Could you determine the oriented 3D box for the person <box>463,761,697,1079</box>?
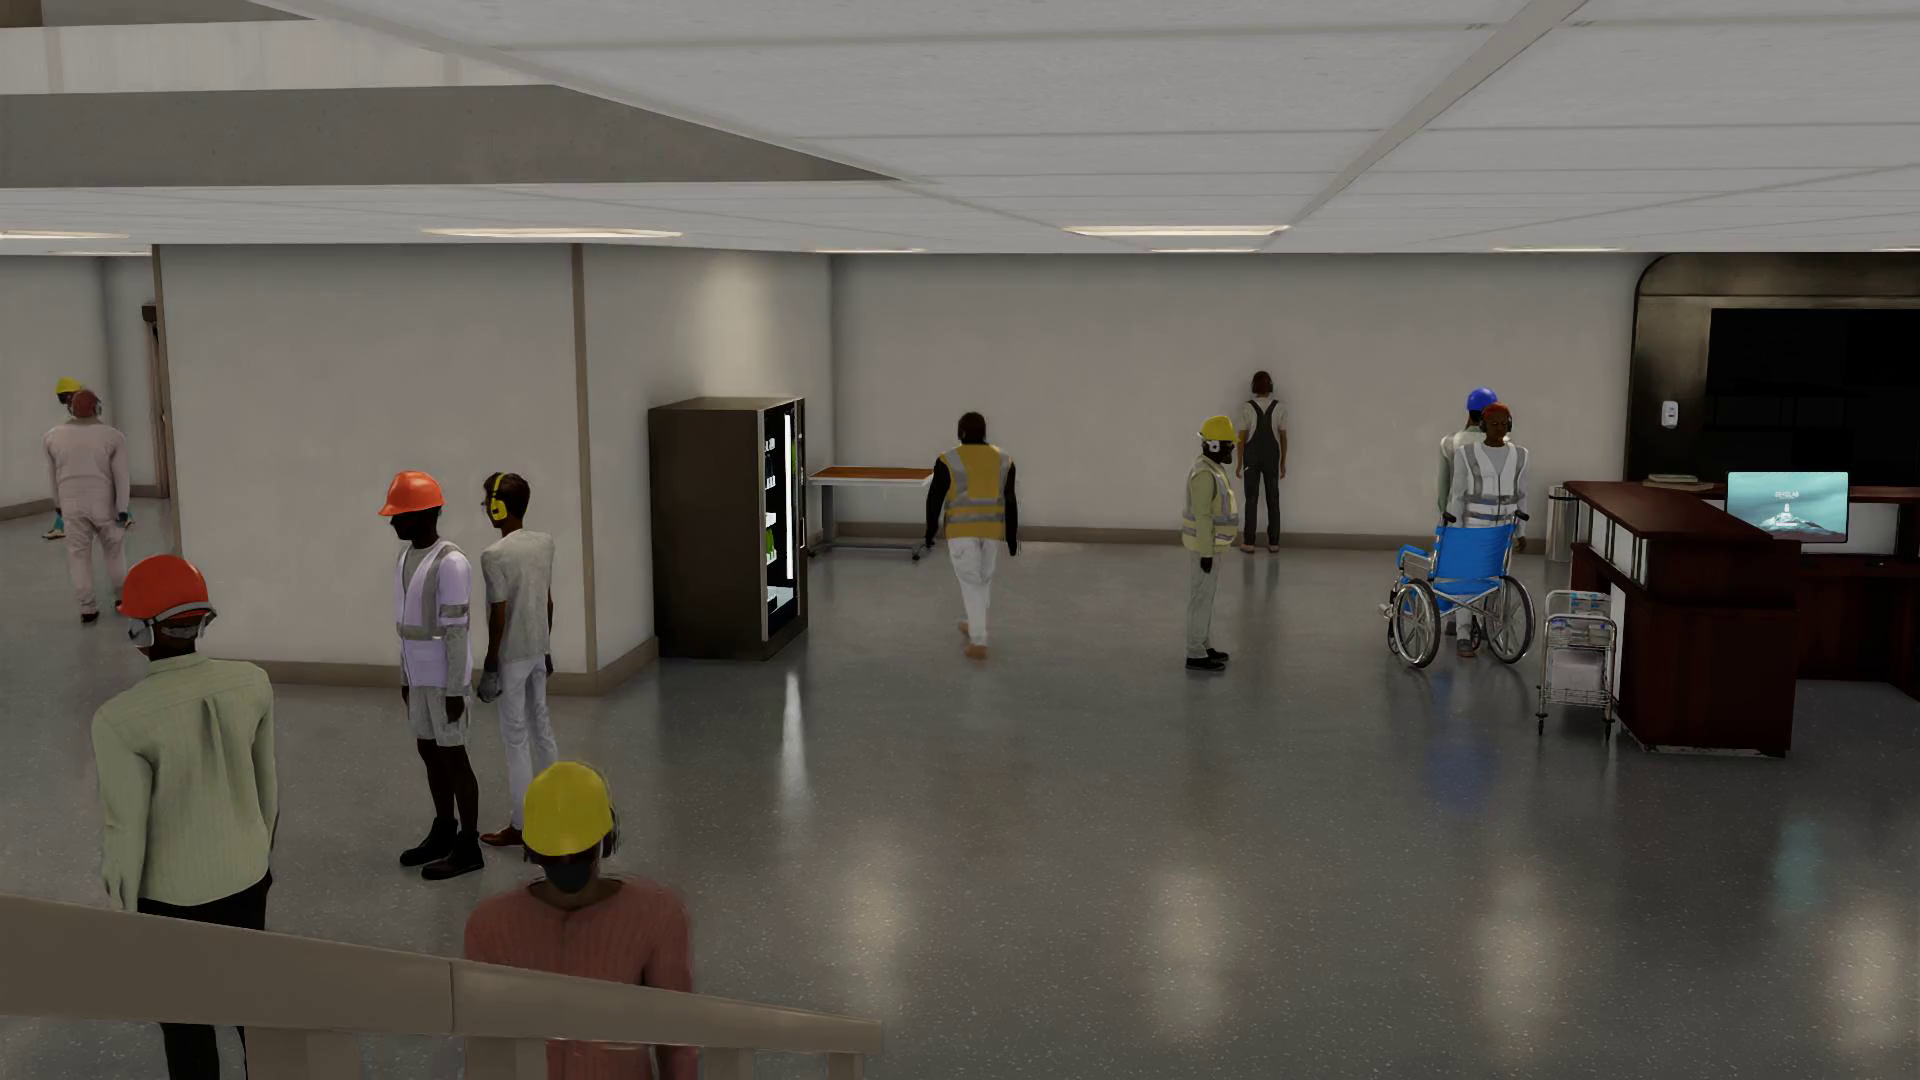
[{"bbox_3d":[-0.883,1.347,3.923,0.530,1.752,0.495,0,9,-3],"label":"person"}]

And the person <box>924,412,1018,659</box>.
[{"bbox_3d":[0.060,-0.057,12.471,0.624,1.789,0.940,-4,10,-24],"label":"person"}]

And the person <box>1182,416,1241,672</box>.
[{"bbox_3d":[1.791,0.021,11.899,0.403,1.824,0.597,2,9,13],"label":"person"}]

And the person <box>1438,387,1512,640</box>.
[{"bbox_3d":[3.996,-0.203,12.873,0.602,1.949,0.391,7,12,38],"label":"person"}]

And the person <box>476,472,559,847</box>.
[{"bbox_3d":[-2.200,0.590,8.244,0.328,1.868,0.509,4,10,21],"label":"person"}]

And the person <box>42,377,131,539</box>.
[{"bbox_3d":[-9.415,-0.897,17.870,0.524,1.718,0.926,4,10,24],"label":"person"}]

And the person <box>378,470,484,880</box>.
[{"bbox_3d":[-2.495,0.631,7.818,0.539,1.929,0.384,8,12,42],"label":"person"}]

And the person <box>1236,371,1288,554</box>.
[{"bbox_3d":[3.029,-0.776,16.737,0.506,1.842,0.344,0,9,1],"label":"person"}]

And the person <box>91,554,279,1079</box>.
[{"bbox_3d":[-2.365,1.031,5.119,0.387,1.996,0.611,5,10,27],"label":"person"}]

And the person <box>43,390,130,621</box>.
[{"bbox_3d":[-7.166,-0.307,13.762,0.646,1.866,0.930,-3,10,-16],"label":"person"}]

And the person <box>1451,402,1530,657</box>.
[{"bbox_3d":[3.906,-0.071,12.272,0.576,1.882,0.355,-1,9,-6],"label":"person"}]
